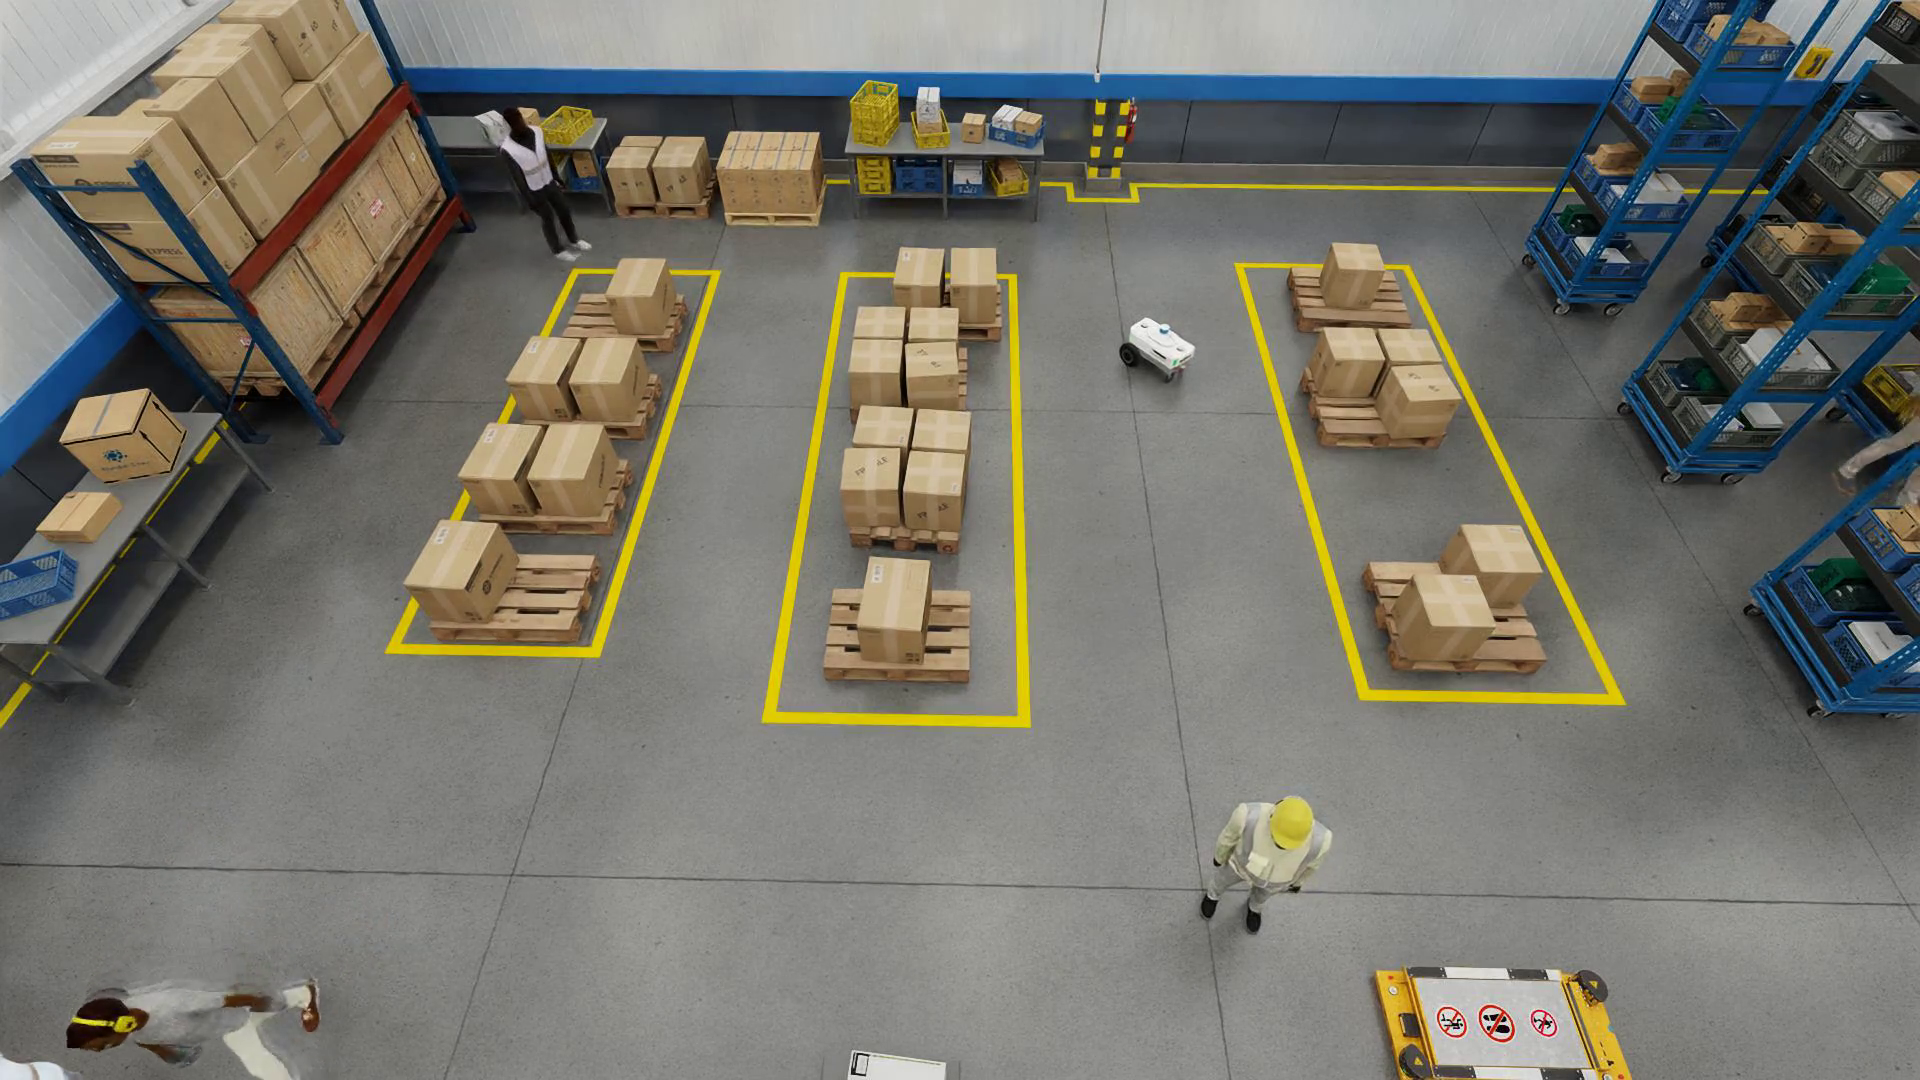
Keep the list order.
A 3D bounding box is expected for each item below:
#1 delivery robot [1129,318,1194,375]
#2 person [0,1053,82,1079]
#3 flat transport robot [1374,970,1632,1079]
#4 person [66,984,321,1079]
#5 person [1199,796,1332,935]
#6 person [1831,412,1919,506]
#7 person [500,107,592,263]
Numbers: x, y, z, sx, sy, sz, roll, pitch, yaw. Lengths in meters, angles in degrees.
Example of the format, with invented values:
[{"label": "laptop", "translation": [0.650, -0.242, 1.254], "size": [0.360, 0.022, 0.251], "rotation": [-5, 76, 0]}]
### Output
[{"label": "delivery robot", "translation": [2.185, -2.119, 9.955], "size": [0.477, 0.478, 0.707], "rotation": [-33, 58, -24]}, {"label": "person", "translation": [-5.063, 3.091, 5.034], "size": [0.535, 1.697, 0.318], "rotation": [31, 57, 23]}, {"label": "flat transport robot", "translation": [3.501, 3.133, 5.914], "size": [1.431, 0.197, 0.652], "rotation": [1, 51, 1]}, {"label": "person", "translation": [-4.211, 2.793, 5.206], "size": [0.556, 1.813, 0.996], "rotation": [-6, 51, -5]}, {"label": "person", "translation": [1.904, 2.053, 5.802], "size": [0.599, 1.825, 0.403], "rotation": [14, 52, 11]}, {"label": "person", "translation": [8.844, -0.950, 8.161], "size": [0.692, 1.946, 0.944], "rotation": [-7, 51, -6]}, {"label": "person", "translation": [-4.952, -4.196, 10.843], "size": [0.424, 1.911, 0.614], "rotation": [21, 54, 16]}]
